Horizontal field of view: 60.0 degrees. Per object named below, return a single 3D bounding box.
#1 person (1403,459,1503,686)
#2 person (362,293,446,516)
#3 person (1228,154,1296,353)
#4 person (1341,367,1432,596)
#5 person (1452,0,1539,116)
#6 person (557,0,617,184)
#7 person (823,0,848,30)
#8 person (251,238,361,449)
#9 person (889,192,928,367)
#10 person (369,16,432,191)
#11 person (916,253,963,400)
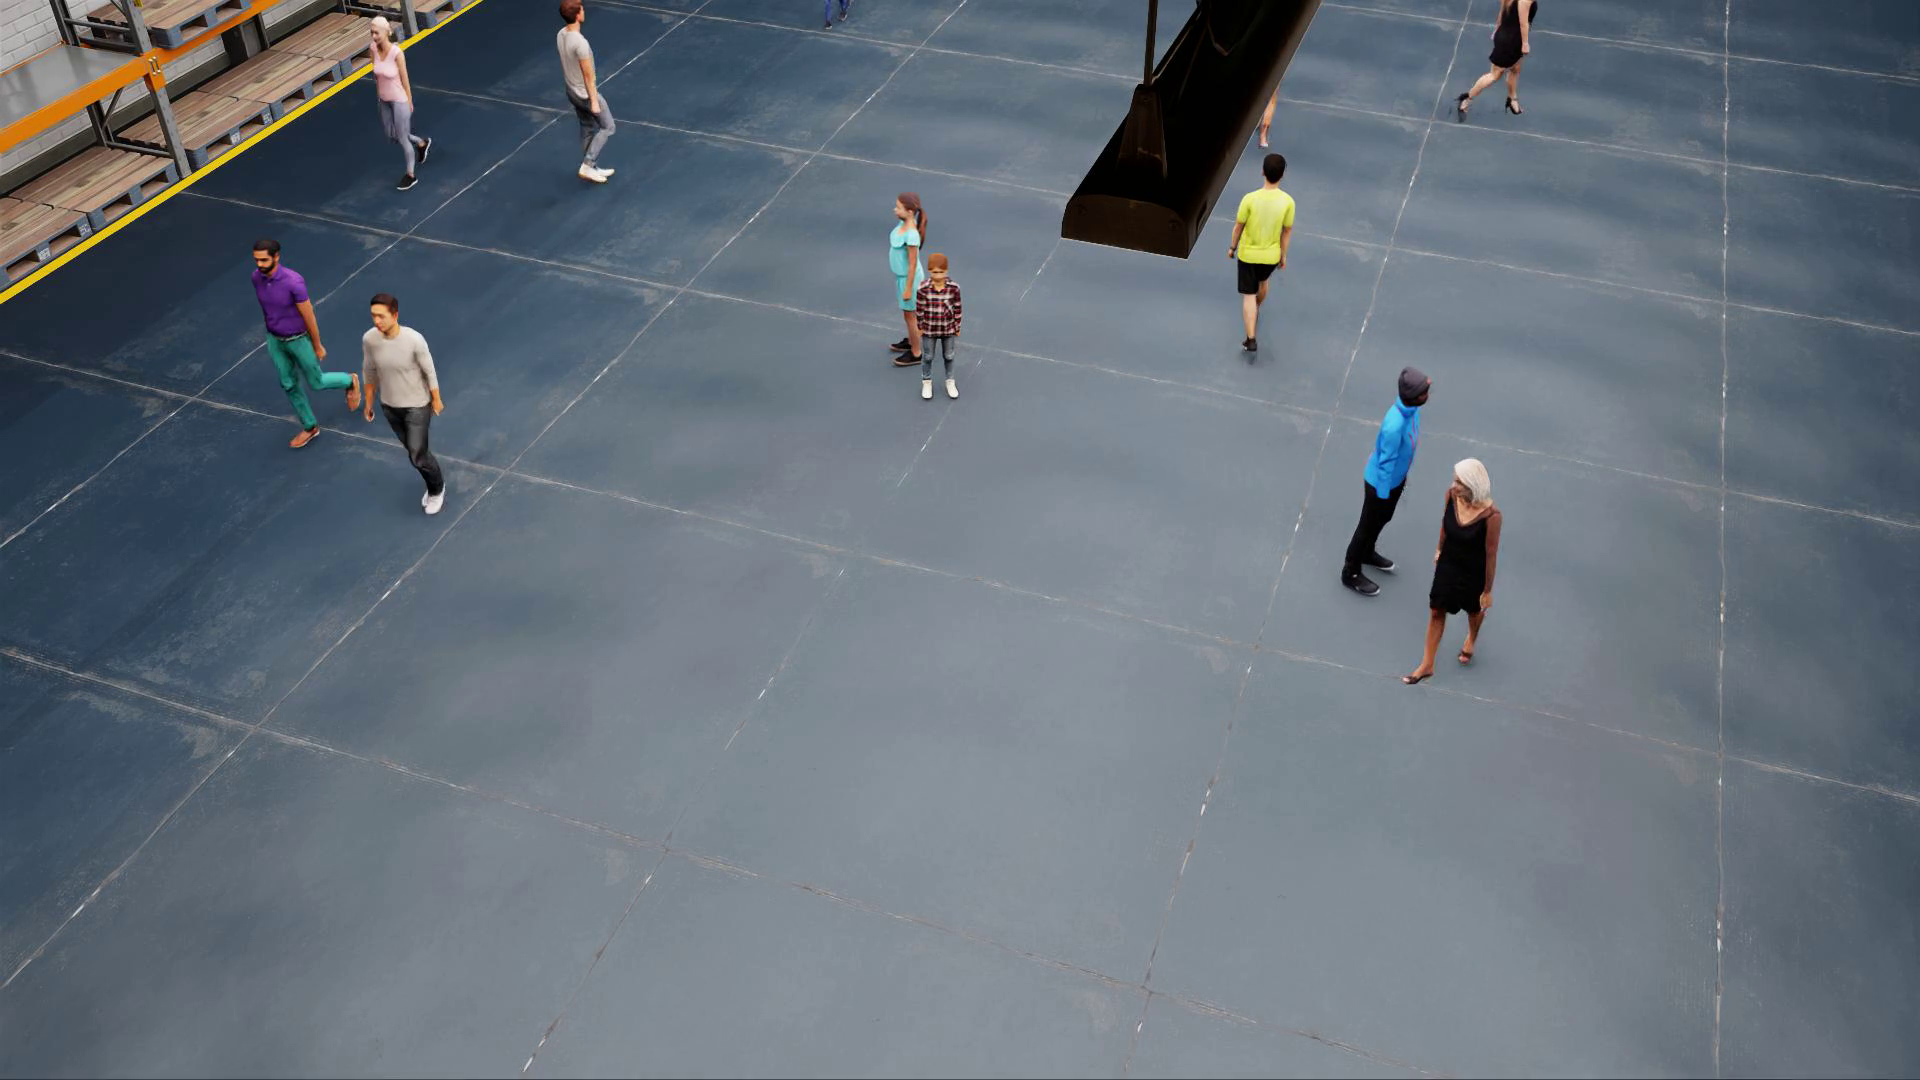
[{"bbox_3d":[3.313,0.163,10.781,1.113,1.688,0.995,-28,47,-31],"label":"person"},{"bbox_3d":[-4.025,-1.053,12.215,0.675,1.798,0.651,9,40,12],"label":"person"},{"bbox_3d":[2.527,-2.374,13.972,0.902,1.670,1.174,-1,39,-1],"label":"person"},{"bbox_3d":[2.907,-0.426,11.434,0.690,1.792,0.521,19,42,22],"label":"person"},{"bbox_3d":[5.710,-5.226,17.534,0.963,1.681,1.090,-1,39,-1],"label":"person"},{"bbox_3d":[-3.742,-4.350,16.273,0.858,1.886,0.831,-27,46,-30],"label":"person"},{"bbox_3d":[-1.481,-6.709,19.866,0.460,1.087,0.769,12,40,14],"label":"person"},{"bbox_3d":[-5.126,-1.596,12.935,0.643,1.747,0.972,12,40,14],"label":"person"},{"bbox_3d":[-0.424,-2.185,13.825,0.697,1.558,0.606,-4,39,-5],"label":"person"},{"bbox_3d":[-5.529,-4.365,16.430,0.622,1.713,0.896,17,42,20],"label":"person"},{"bbox_3d":[-0.175,-1.750,13.484,0.594,1.303,0.607,-3,39,-4],"label":"person"}]
